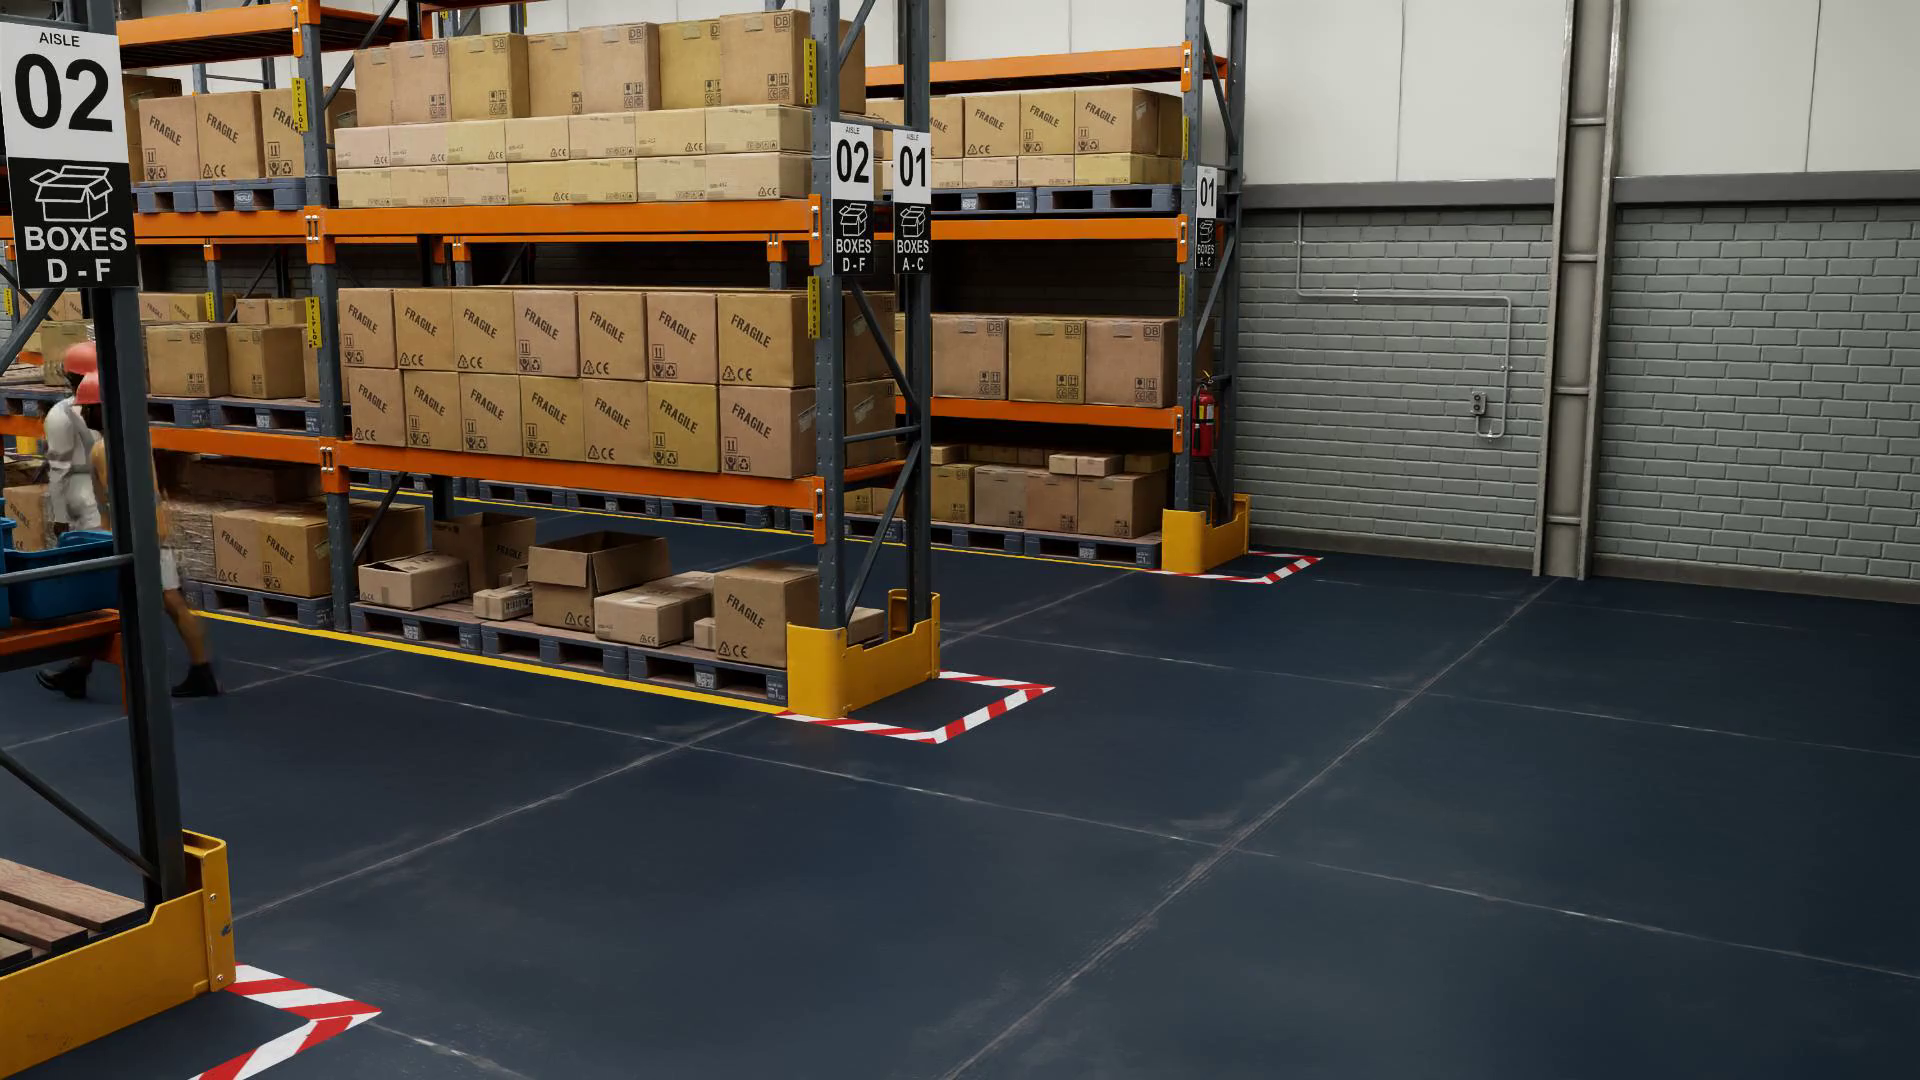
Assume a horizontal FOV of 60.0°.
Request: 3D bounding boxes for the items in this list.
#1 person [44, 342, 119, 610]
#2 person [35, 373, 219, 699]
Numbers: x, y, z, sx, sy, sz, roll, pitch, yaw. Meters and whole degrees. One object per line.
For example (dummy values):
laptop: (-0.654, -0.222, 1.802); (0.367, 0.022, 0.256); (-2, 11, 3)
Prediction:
person: (-5.552, -0.245, 10.475); (0.825, 2.011, 0.620); (0, 10, 0)
person: (-4.772, -0.008, 9.457); (1.024, 1.872, 0.549); (0, 10, 2)
